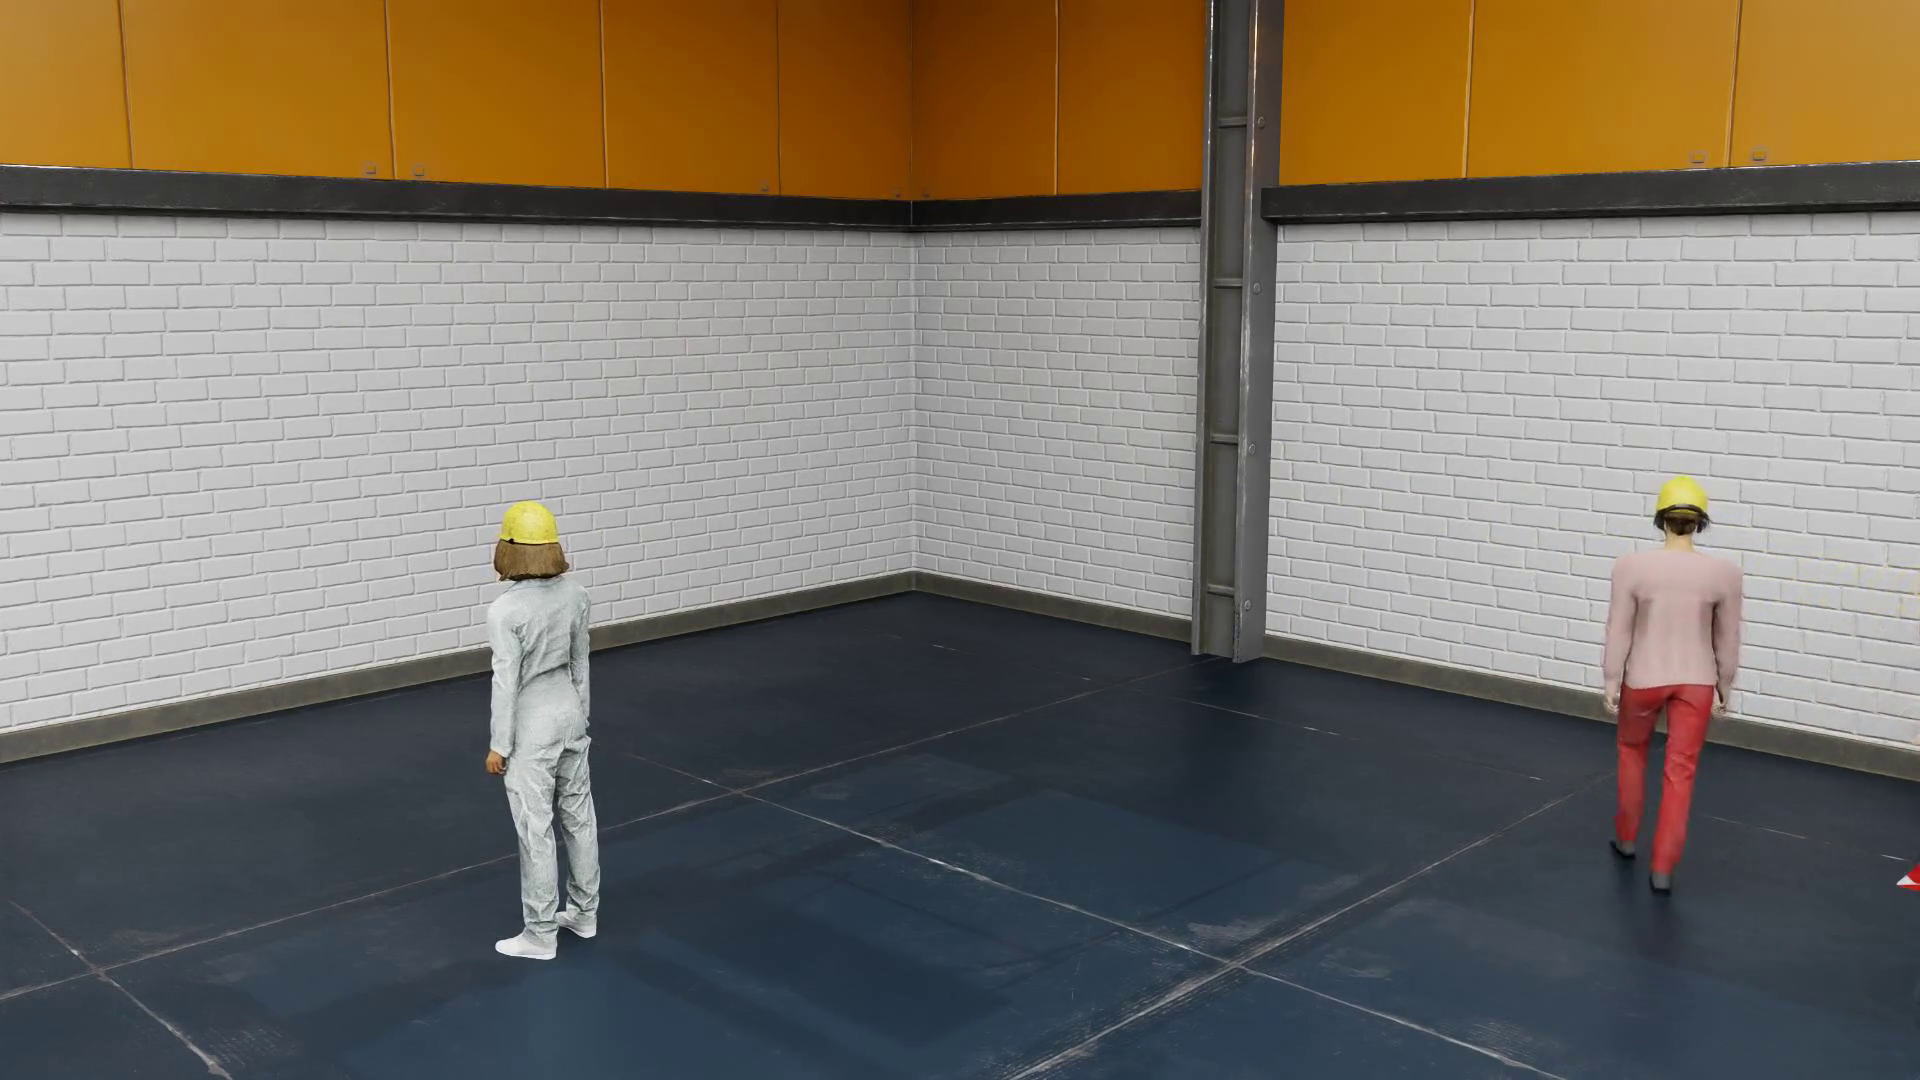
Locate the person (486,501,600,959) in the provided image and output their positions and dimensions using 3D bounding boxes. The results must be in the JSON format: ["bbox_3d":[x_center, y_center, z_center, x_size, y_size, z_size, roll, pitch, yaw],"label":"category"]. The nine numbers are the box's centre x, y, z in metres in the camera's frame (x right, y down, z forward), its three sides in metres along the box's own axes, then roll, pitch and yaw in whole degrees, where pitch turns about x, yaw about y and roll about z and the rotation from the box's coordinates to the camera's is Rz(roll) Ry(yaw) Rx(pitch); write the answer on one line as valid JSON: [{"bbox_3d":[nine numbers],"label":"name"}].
[{"bbox_3d":[-1.605,0.717,6.327,0.294,1.744,0.484,6,11,30],"label":"person"}]

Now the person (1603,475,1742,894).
[{"bbox_3d":[3.029,0.585,7.132,0.542,1.731,0.776,3,10,16],"label":"person"}]
